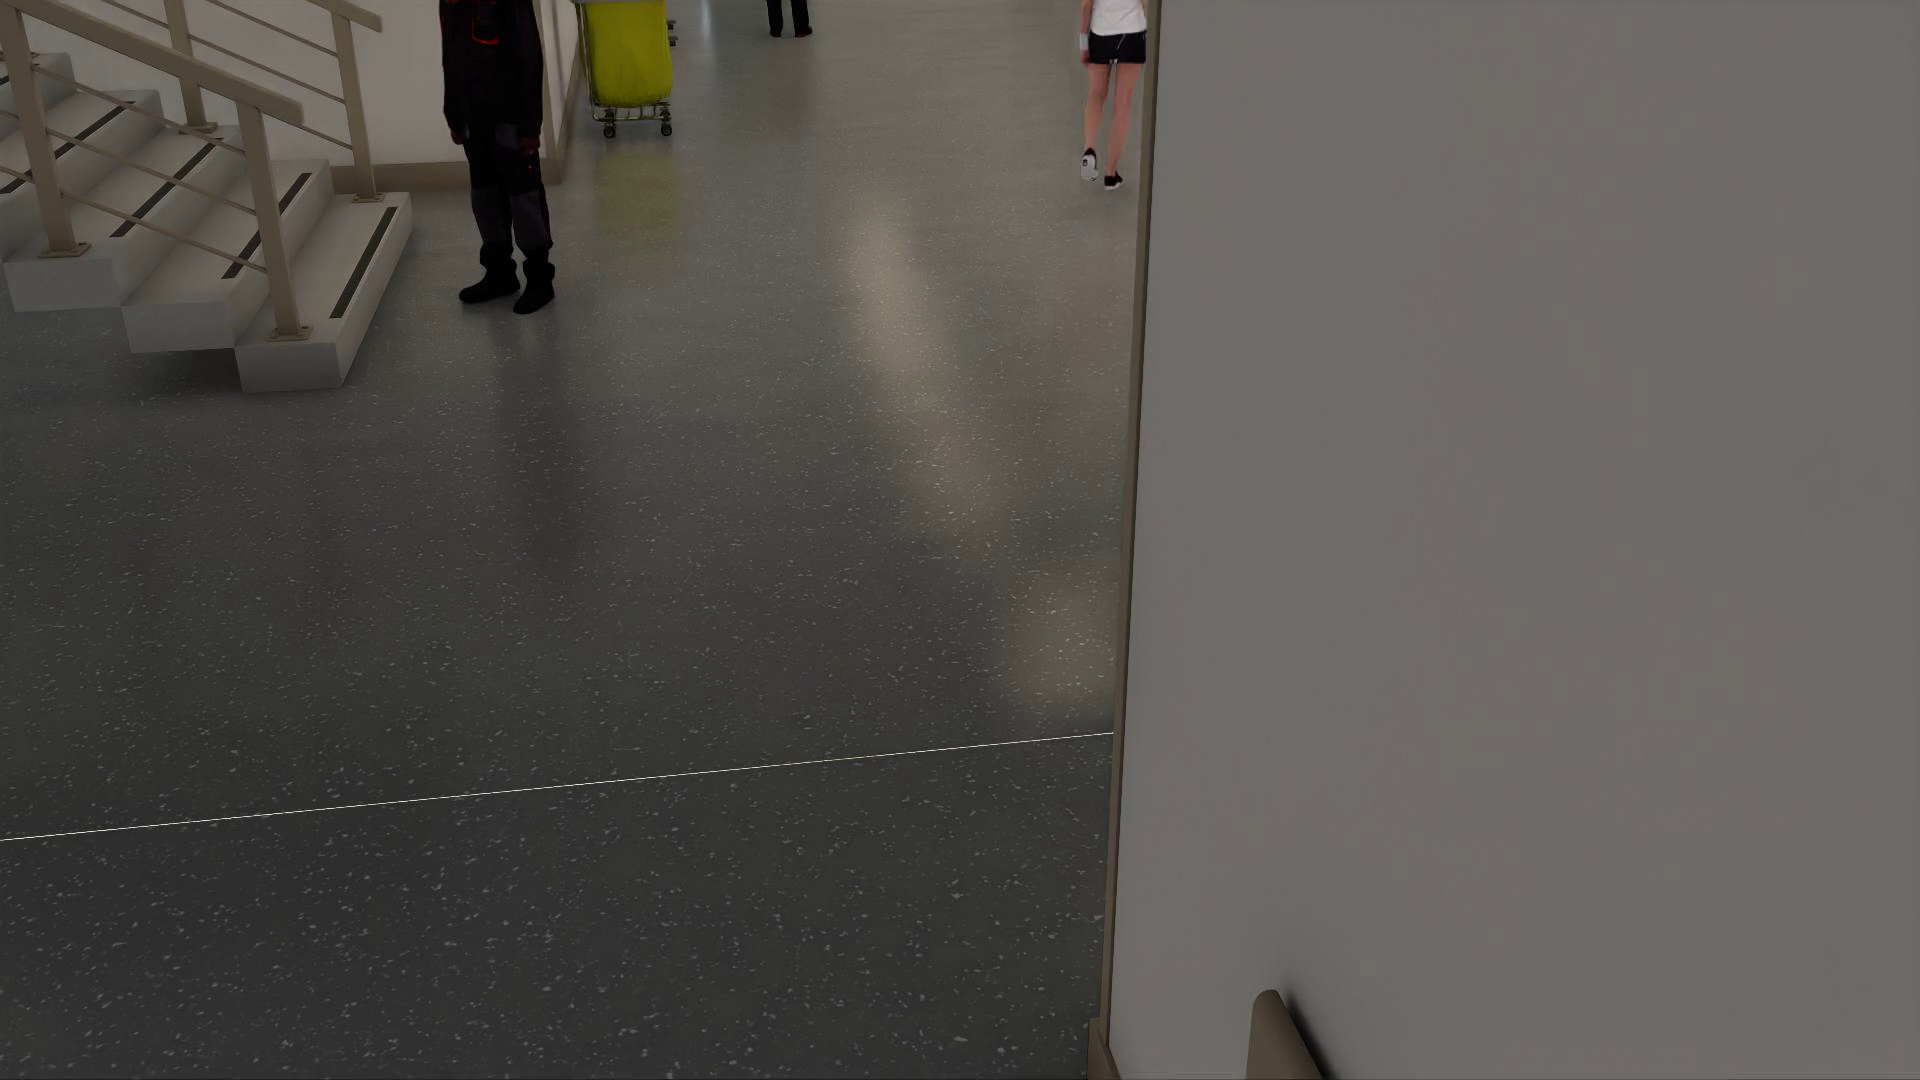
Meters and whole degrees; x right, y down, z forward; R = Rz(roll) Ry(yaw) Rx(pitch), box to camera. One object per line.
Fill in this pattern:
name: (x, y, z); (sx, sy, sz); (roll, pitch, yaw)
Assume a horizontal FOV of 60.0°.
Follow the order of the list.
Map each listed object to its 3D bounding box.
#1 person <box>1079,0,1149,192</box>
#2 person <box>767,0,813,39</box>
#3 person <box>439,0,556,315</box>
person: (0.891, -2.869, 9.637); (0.788, 1.740, 0.798); (7, 27, 14)
person: (-1.591, -5.474, 14.947); (0.566, 1.820, 0.748); (0, 26, 1)
person: (-2.148, -2.001, 7.741); (0.760, 1.825, 0.853); (13, 29, 25)
